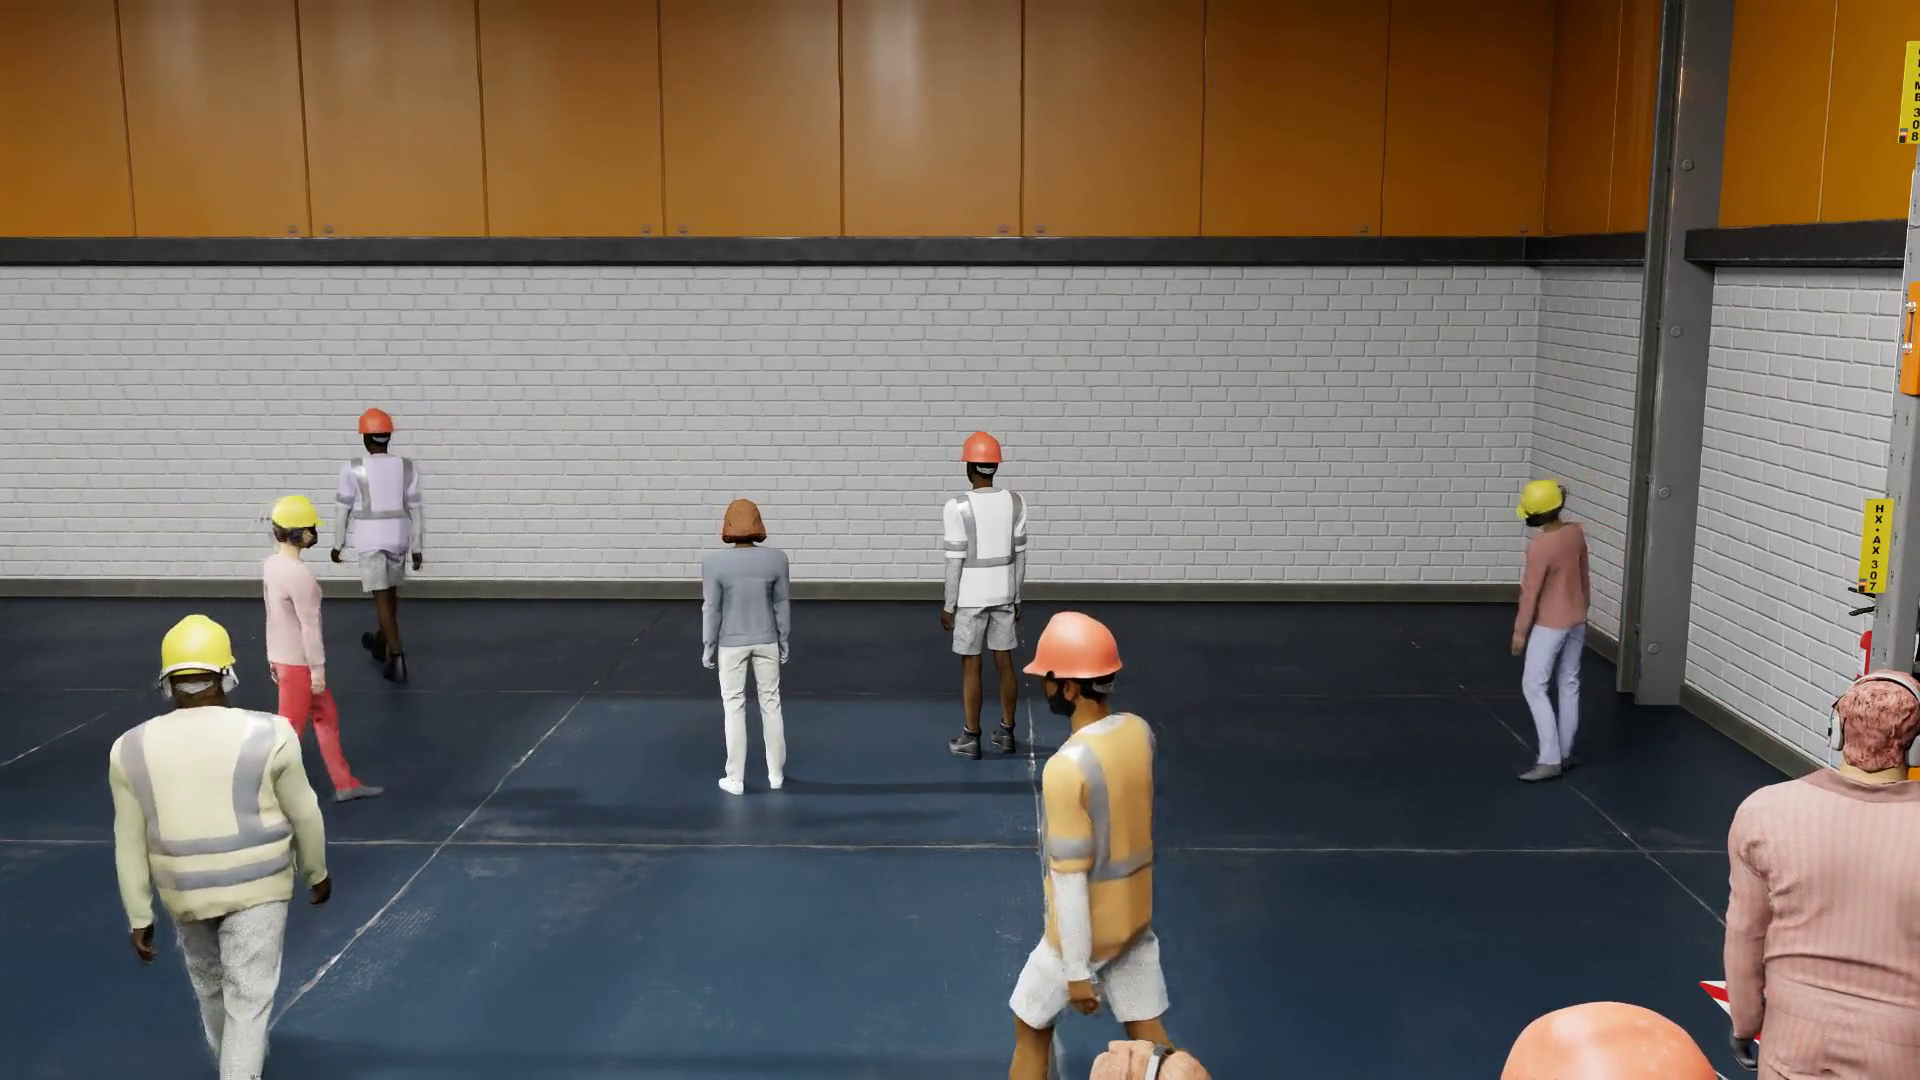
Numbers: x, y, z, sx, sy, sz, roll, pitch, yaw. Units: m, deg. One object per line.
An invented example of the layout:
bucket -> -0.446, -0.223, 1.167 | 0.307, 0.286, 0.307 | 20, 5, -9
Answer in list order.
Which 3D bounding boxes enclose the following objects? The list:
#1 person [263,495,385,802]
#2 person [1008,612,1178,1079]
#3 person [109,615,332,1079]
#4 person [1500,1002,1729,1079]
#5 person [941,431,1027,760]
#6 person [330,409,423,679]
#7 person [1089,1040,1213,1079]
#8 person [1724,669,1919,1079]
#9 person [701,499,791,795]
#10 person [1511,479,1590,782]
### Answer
person -> -3.503, 0.621, 8.702 | 0.890, 1.729, 0.531 | -7, 12, -37
person -> 0.442, 1.151, 5.064 | 1.002, 1.894, 0.559 | 8, 12, 39
person -> -2.419, 1.127, 5.508 | 0.597, 1.790, 0.899 | -1, 10, -4
person -> 0.803, 1.556, 2.163 | 0.395, 2.039, 0.607 | -7, 12, -35
person -> 0.129, 0.329, 9.812 | 0.542, 1.938, 0.358 | -5, 11, -28
person -> -4.148, 0.012, 11.874 | 0.563, 1.883, 1.016 | -8, 12, -39
person -> 0.334, 1.638, 2.855 | 0.312, 1.642, 0.512 | 3, 10, 17
person -> 2.299, 1.270, 4.269 | 0.641, 1.909, 0.409 | 7, 12, 36
person -> -1.178, 0.585, 9.185 | 0.503, 1.631, 0.282 | -4, 10, -22
person -> 3.384, 0.498, 9.469 | 0.639, 1.720, 0.322 | -7, 12, -36
